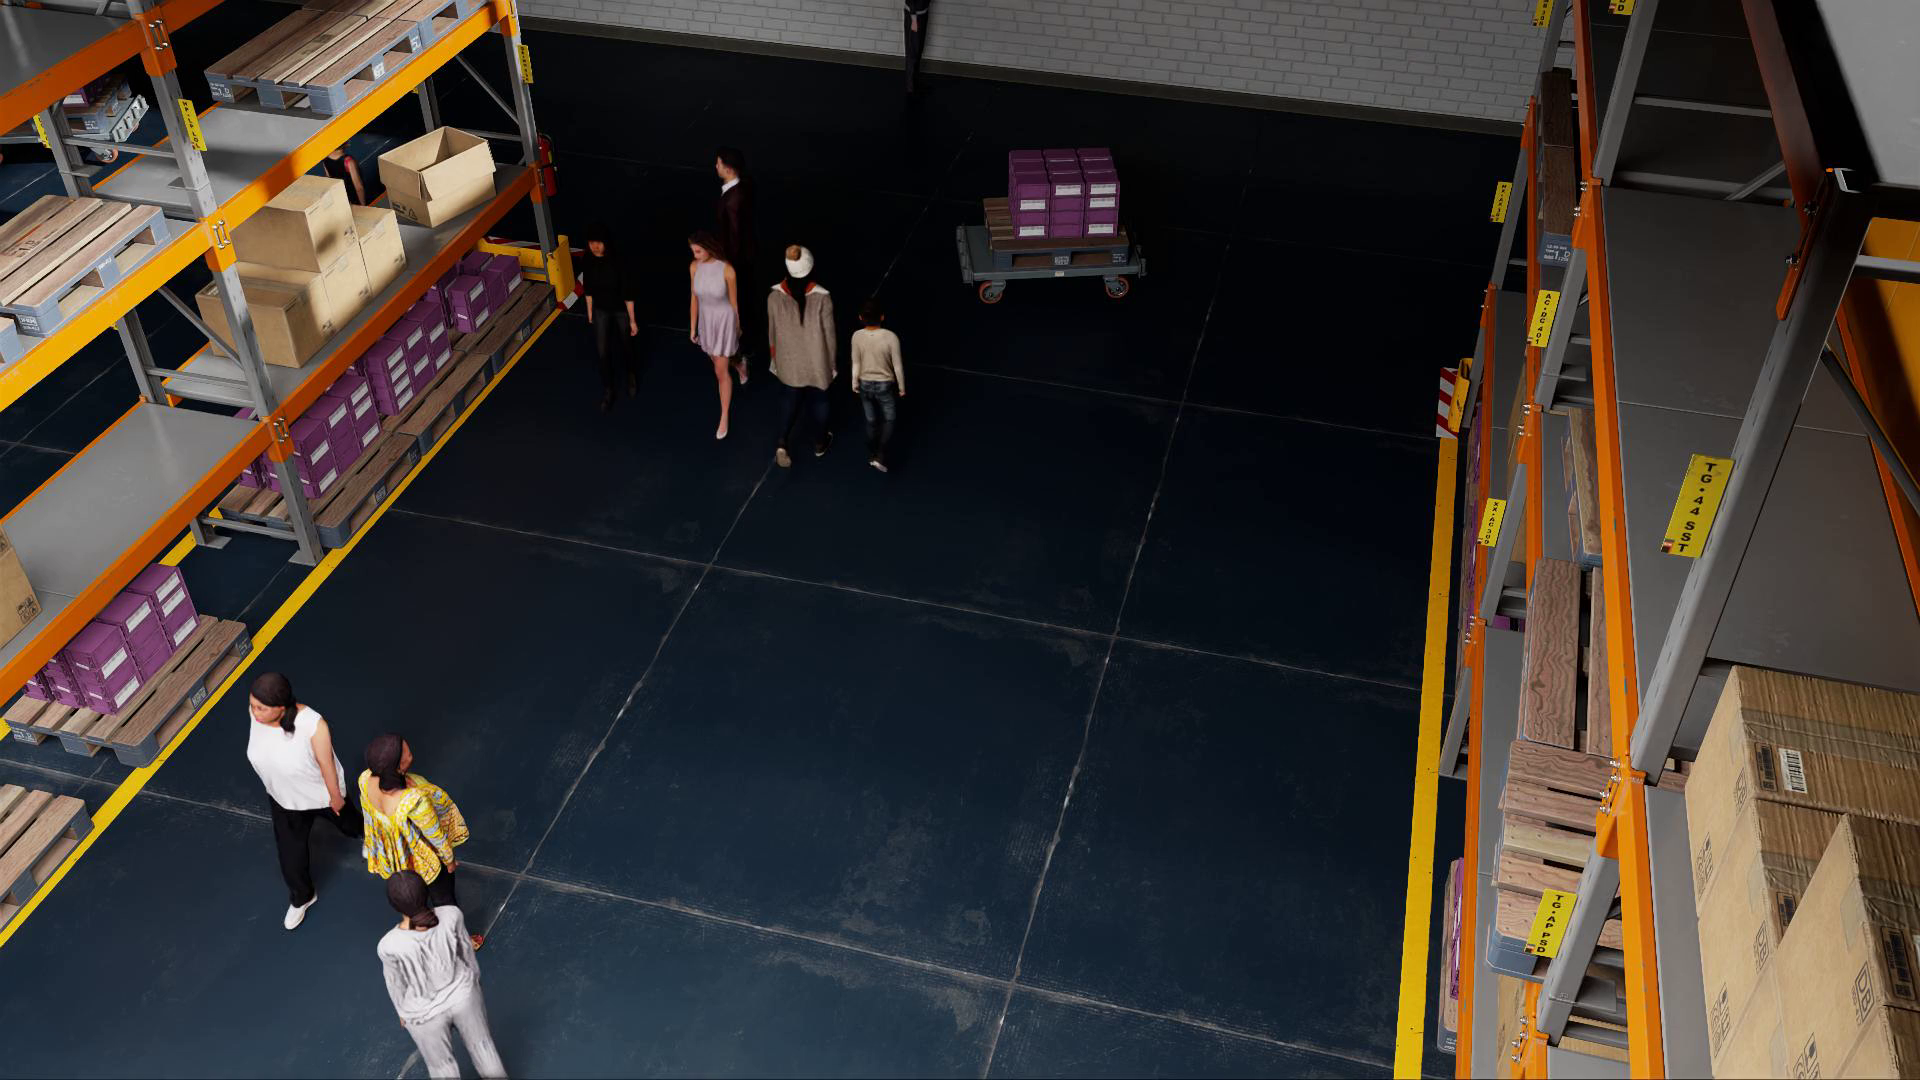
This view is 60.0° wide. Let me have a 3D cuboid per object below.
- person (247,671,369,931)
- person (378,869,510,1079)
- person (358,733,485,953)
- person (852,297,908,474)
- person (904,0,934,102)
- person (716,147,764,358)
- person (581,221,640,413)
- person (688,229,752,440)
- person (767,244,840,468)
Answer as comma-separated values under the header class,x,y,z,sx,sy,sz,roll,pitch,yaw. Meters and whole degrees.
class,x,y,z,sx,sy,sz,roll,pitch,yaw
person,-3.636,1.355,9.350,0.692,1.655,1.071,12,40,14
person,-2.526,2.260,8.128,0.655,1.767,0.735,-26,45,-29
person,-2.928,1.667,8.960,0.788,1.655,0.825,19,42,22
person,-0.636,-1.133,12.625,0.584,1.457,0.717,5,39,7
person,-0.469,-5.699,18.084,0.646,1.779,0.408,9,40,12
person,-1.838,-2.416,13.903,0.765,1.866,0.578,5,39,6
person,-2.783,-1.890,13.438,0.697,1.624,0.825,0,39,0
person,-1.881,-1.703,13.118,0.636,1.733,1.074,13,40,15
person,-1.207,-1.350,12.560,0.671,1.876,0.923,9,40,11
